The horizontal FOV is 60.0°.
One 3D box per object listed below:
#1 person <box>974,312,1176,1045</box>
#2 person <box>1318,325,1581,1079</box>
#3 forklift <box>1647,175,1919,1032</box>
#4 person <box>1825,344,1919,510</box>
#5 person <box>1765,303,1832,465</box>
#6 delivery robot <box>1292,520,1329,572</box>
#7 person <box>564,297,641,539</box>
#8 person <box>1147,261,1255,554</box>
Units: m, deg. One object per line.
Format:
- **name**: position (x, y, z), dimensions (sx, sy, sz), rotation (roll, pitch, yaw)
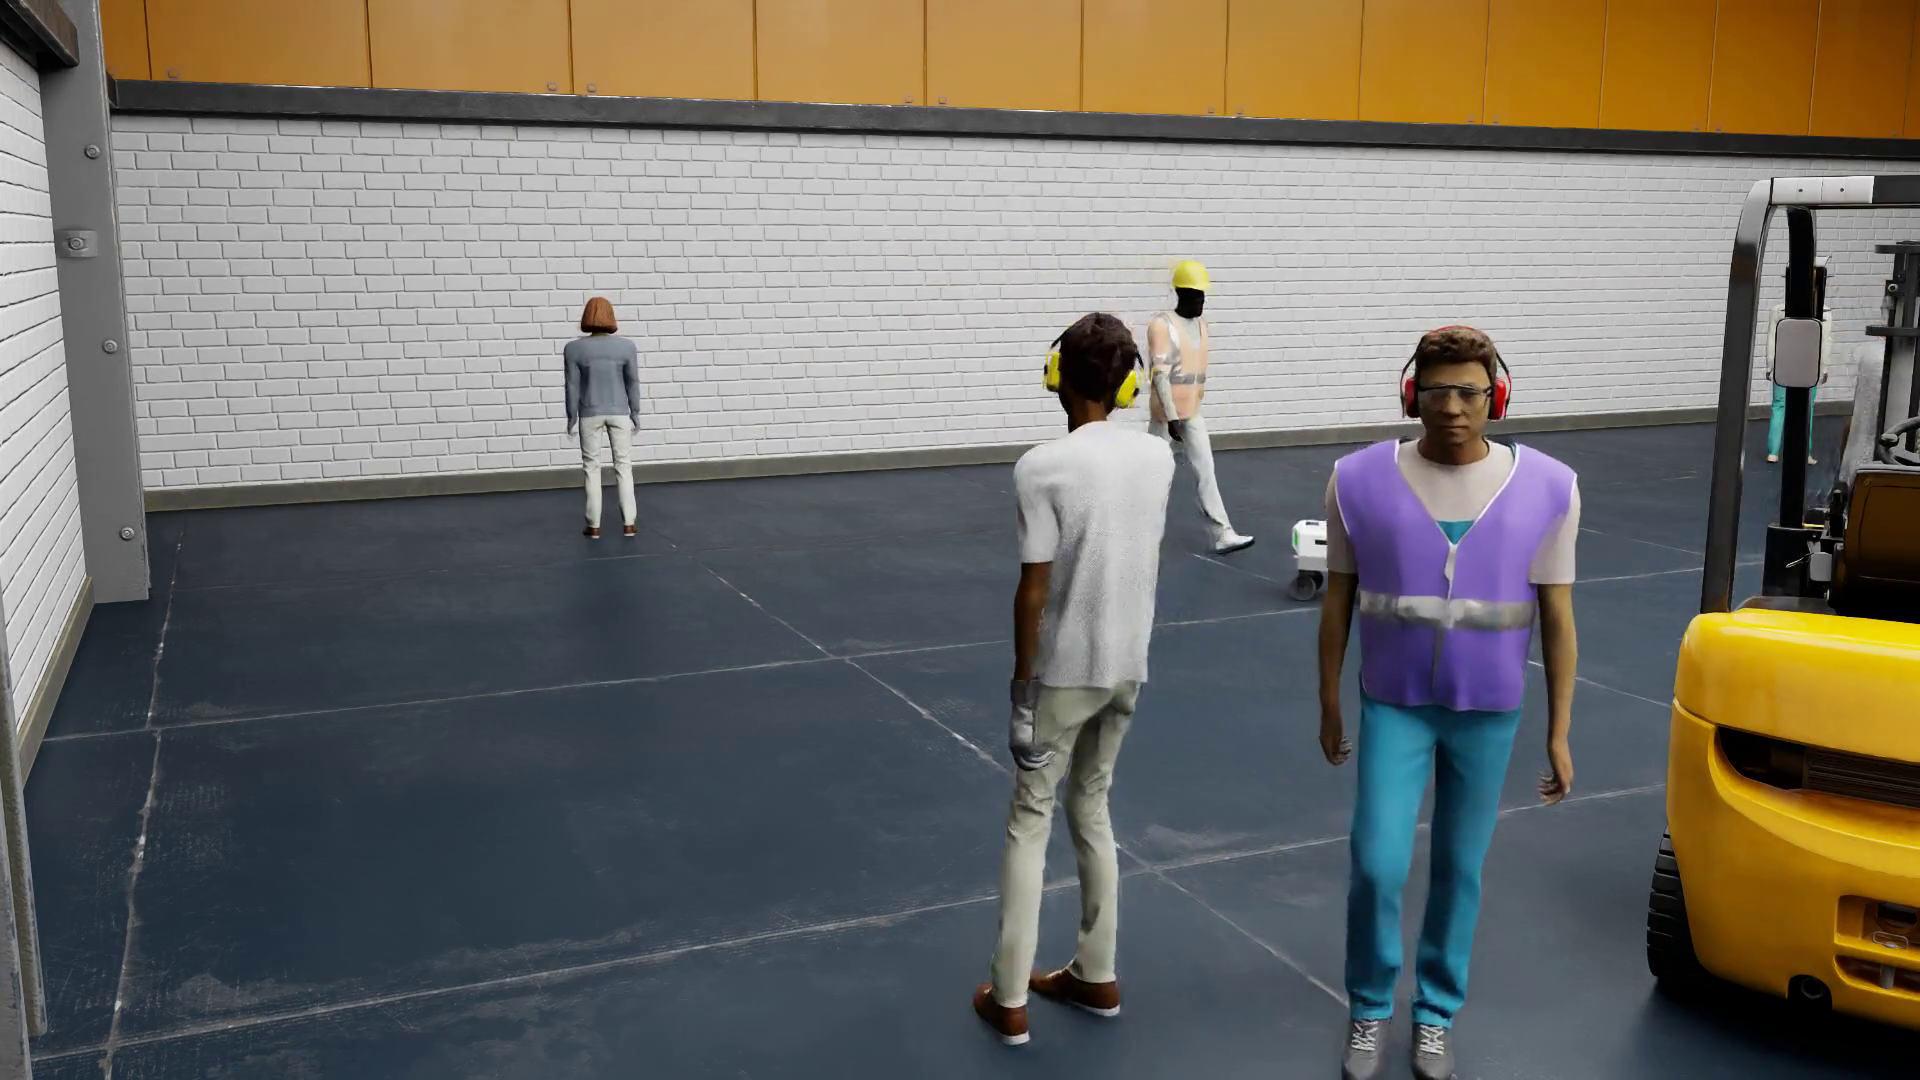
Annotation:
- **person**: position (0.261, 0.343, 4.282), dimensions (0.537, 1.832, 0.496), rotation (-7, 12, -33)
- **person**: position (1.132, 0.413, 3.904), dimensions (0.575, 1.825, 0.518), rotation (2, 10, 11)
- **forklift**: position (2.810, 0.094, 4.662), dimensions (1.214, 2.155, 2.313), rotation (7, 12, 34)
- **person**: position (4.160, -0.218, 7.350), dimensions (0.723, 1.839, 0.542), rotation (1, 10, 7)
- **person**: position (7.500, -1.550, 14.900), dimensions (0.533, 1.768, 0.311), rotation (8, 13, 38)
- **delivery robot**: position (2.224, 0.026, 9.294), dimensions (0.707, 0.478, 0.477), rotation (4, 11, 21)
- **person**: position (-2.411, -0.823, 11.260), dimensions (0.506, 1.632, 0.266), rotation (-3, 11, -17)
- **person**: position (1.441, -0.839, 10.675), dimensions (0.592, 1.872, 1.003), rotation (-9, 14, -41)
